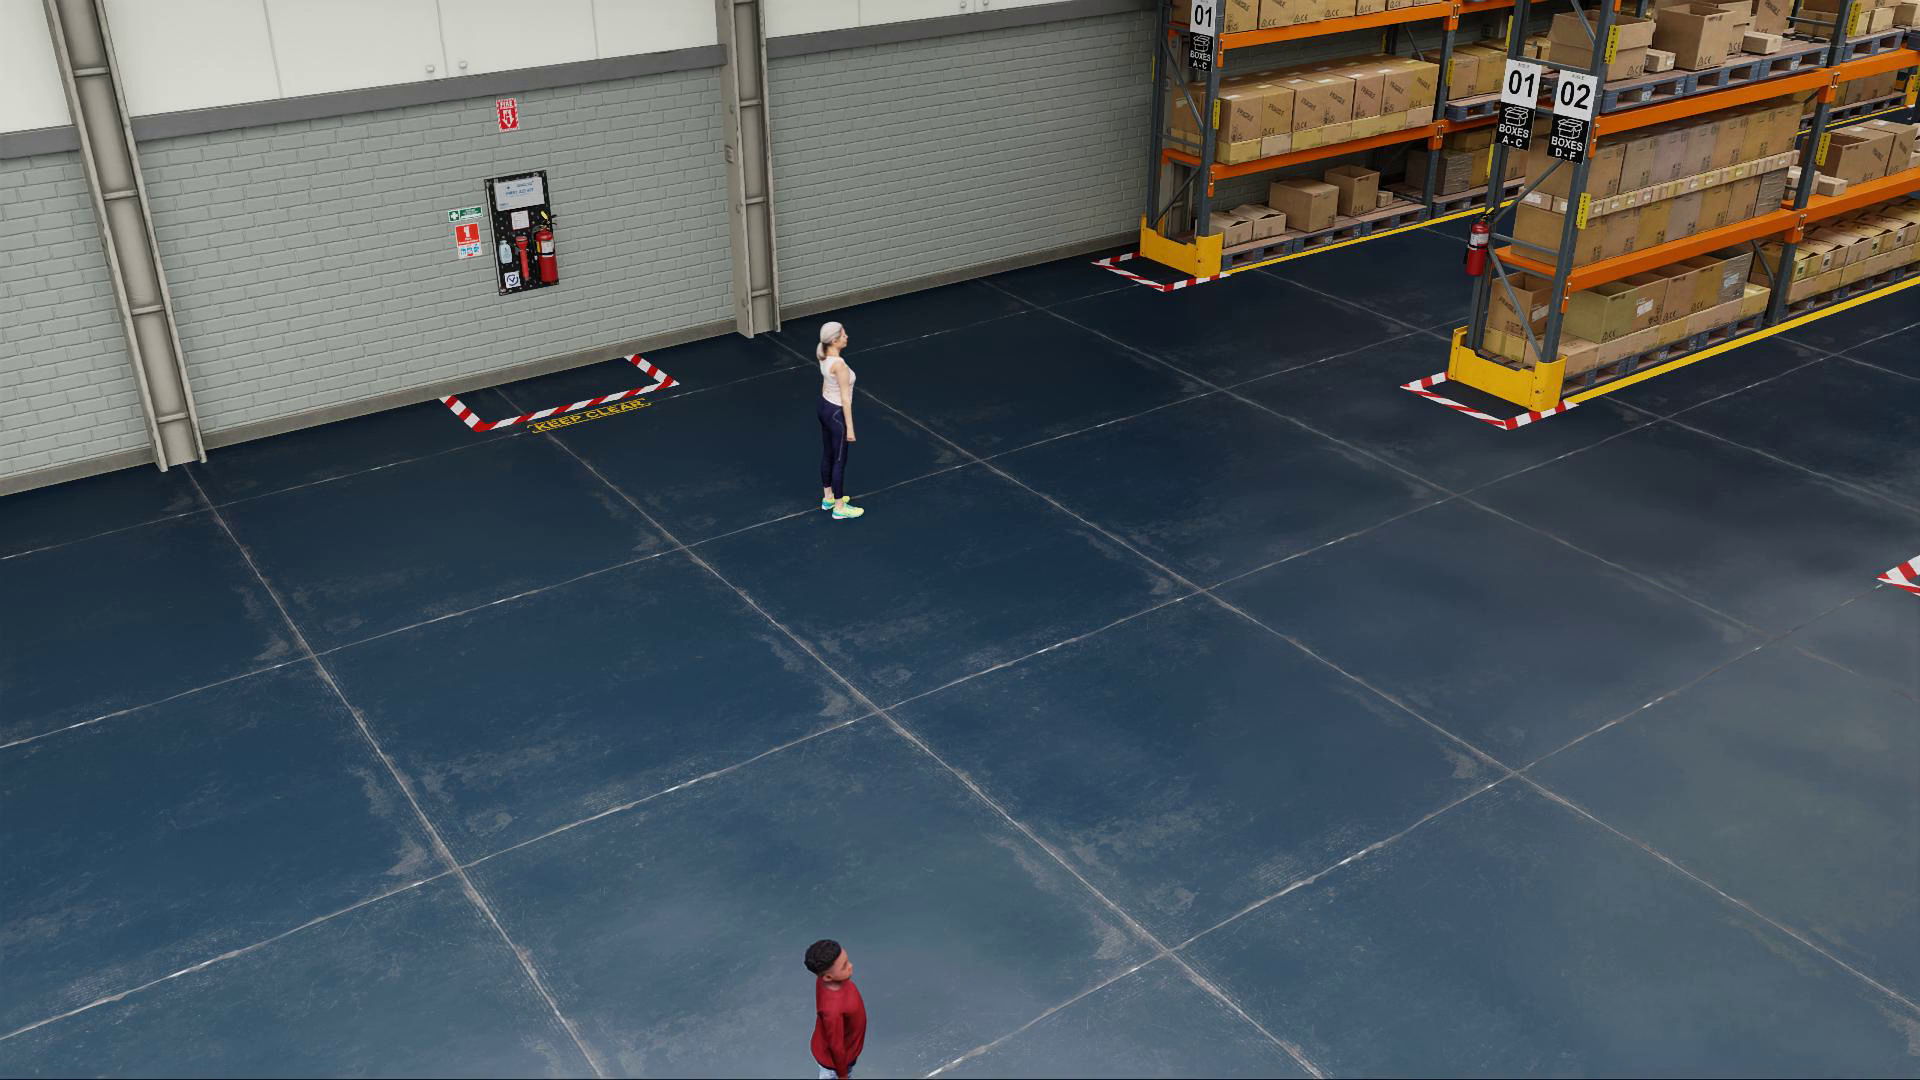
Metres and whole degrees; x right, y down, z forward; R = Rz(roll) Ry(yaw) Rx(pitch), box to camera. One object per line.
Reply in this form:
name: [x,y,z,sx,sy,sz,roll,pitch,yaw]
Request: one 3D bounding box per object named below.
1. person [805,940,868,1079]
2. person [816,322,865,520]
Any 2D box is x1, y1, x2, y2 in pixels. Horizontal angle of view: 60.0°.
person: [-0.592,2.380,7.803,0.595,1.254,0.576,-5,28,-9]
person: [-1.050,-1.014,13.905,0.561,1.702,0.616,-14,30,-25]
